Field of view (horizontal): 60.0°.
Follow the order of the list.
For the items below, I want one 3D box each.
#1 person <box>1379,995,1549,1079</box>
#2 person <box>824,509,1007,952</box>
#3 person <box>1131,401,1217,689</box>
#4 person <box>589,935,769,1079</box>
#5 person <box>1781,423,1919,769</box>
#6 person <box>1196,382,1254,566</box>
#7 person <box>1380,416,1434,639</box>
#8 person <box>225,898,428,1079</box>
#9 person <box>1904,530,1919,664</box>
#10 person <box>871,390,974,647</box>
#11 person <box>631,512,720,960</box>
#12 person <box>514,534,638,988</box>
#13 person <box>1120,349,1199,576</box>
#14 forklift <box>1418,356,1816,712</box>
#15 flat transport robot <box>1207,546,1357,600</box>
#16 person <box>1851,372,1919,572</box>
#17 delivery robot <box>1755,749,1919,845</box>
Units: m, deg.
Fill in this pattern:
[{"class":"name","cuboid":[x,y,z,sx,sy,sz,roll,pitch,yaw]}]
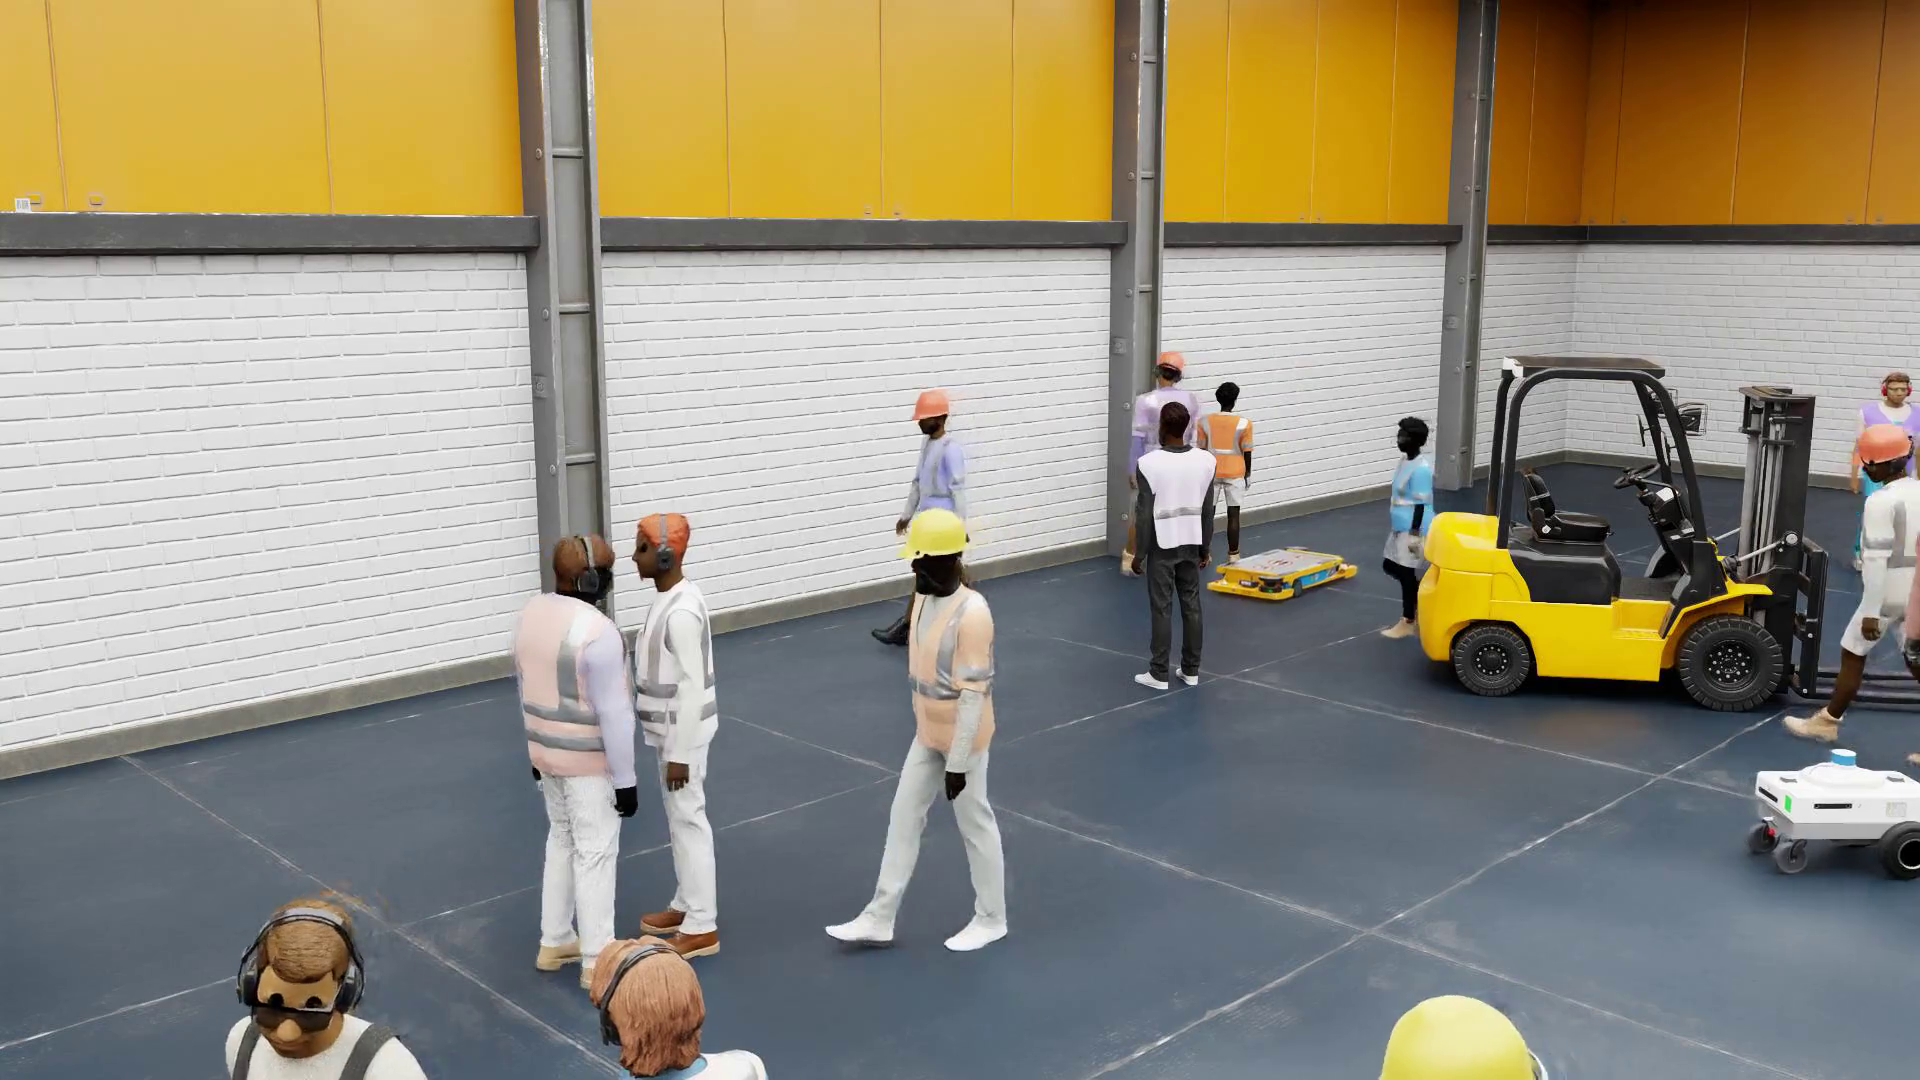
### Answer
[{"class":"person","cuboid":[0.958,1.602,2.912,0.818,1.793,0.624,-5,12,-26]},{"class":"person","cuboid":[-0.164,0.818,6.879,0.838,1.894,0.620,-5,12,-26]},{"class":"person","cuboid":[1.420,0.040,11.056,0.591,1.922,0.392,-5,11,-24]},{"class":"person","cuboid":[-0.596,1.590,3.362,0.514,1.642,0.310,-9,14,-40]},{"class":"person","cuboid":[5.318,0.312,9.486,0.652,1.960,1.073,-5,12,-28]},{"class":"person","cuboid":[2.399,-0.587,15.103,0.532,1.691,0.318,3,11,18]},{"class":"person","cuboid":[3.375,-0.088,12.374,0.421,1.682,0.549,0,10,2]},{"class":"person","cuboid":[-1.236,1.538,3.299,0.503,1.783,0.970,4,11,23]},{"class":"person","cuboid":[5.342,0.511,8.593,0.843,1.870,0.678,-3,11,-18]},{"class":"person","cuboid":[-0.211,-0.161,12.256,0.954,1.884,0.550,-3,11,-17]},{"class":"person","cuboid":[-1.184,0.812,6.945,0.337,1.882,0.583,-3,11,-14]},{"class":"person","cuboid":[-1.509,0.887,6.693,0.656,1.838,0.431,10,14,44]},{"class":"person","cuboid":[1.741,-0.665,14.625,0.638,2.023,0.572,-3,11,-18]},{"class":"forklift","cuboid":[4.276,-0.101,11.076,2.313,2.155,1.214,2,11,13]},{"class":"flat transport robot","cuboid":[2.781,0.274,14.281,0.652,0.197,1.431,9,13,40]},{"class":"person","cuboid":[8.153,-0.566,14.616,0.562,1.830,0.443,2,11,8]},{"class":"delivery robot","cuboid":[4.207,1.245,7.956,0.707,0.478,0.477,0,10,-1]}]
